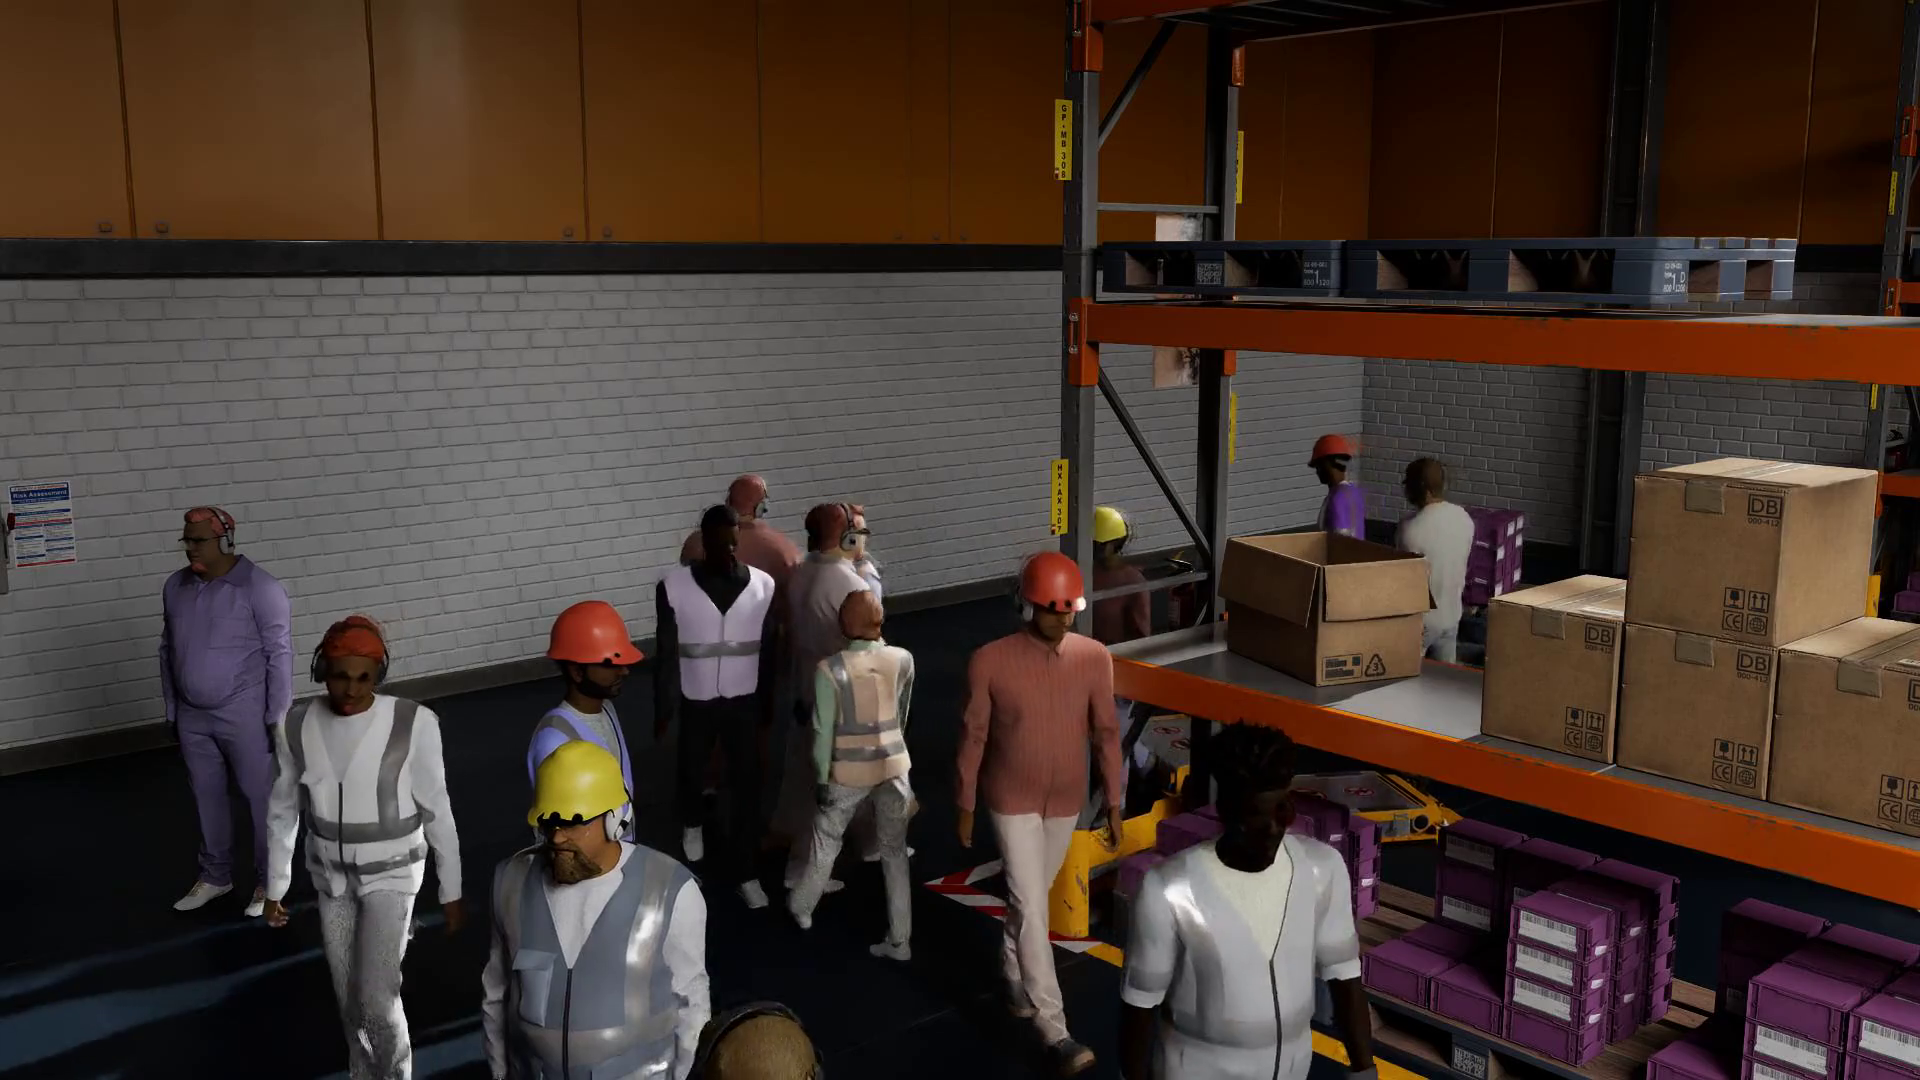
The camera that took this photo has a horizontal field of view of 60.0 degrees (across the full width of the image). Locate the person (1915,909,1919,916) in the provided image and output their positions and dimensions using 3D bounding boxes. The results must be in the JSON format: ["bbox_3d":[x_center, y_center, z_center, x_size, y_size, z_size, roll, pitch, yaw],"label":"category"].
[{"bbox_3d":[4.653,0.787,7.689,0.567,1.898,0.751,1,10,6],"label":"person"}]

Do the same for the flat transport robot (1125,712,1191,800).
[{"bbox_3d":[1.292,1.258,9.686,0.652,0.197,1.431,-3,10,-16],"label":"flat transport robot"}]

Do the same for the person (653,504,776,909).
[{"bbox_3d":[-1.186,0.740,8.010,0.609,1.888,0.943,-4,10,-20],"label":"person"}]

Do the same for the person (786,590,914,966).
[{"bbox_3d":[-0.446,1.007,7.266,0.518,1.596,0.771,-6,11,-29],"label":"person"}]

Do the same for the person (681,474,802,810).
[{"bbox_3d":[-1.171,0.591,8.933,0.675,1.881,0.420,1,10,3],"label":"person"}]

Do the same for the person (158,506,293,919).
[{"bbox_3d":[-3.393,0.790,7.648,0.654,1.906,0.408,2,10,13],"label":"person"}]

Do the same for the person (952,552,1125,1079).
[{"bbox_3d":[0.338,1.004,6.316,0.620,1.928,1.032,-4,11,-24],"label":"person"}]

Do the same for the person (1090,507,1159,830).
[{"bbox_3d":[0.853,0.660,8.869,0.589,1.738,0.558,-7,12,-37],"label":"person"}]

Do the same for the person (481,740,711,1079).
[{"bbox_3d":[-0.947,1.398,4.303,0.598,1.830,0.403,1,10,7],"label":"person"}]

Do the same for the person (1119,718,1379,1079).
[{"bbox_3d":[0.724,1.375,4.234,0.613,1.913,0.998,-5,11,-25],"label":"person"}]

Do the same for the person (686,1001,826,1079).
[{"bbox_3d":[-0.332,1.638,2.812,0.630,1.880,1.078,-9,13,-42],"label":"person"}]

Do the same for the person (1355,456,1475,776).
[{"bbox_3d":[2.733,0.478,9.492,0.656,1.913,0.798,-7,12,-36],"label":"person"}]

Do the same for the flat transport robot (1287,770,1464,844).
[{"bbox_3d":[1.886,1.422,8.728,1.431,0.197,0.652,-2,10,-10],"label":"flat transport robot"}]

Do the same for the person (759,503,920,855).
[{"bbox_3d":[-0.618,0.691,8.587,0.971,1.801,0.623,-8,13,-40],"label":"person"}]

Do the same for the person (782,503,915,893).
[{"bbox_3d":[-0.546,0.761,7.988,0.806,1.877,0.668,-5,11,-26],"label":"person"}]

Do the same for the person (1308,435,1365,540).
[{"bbox_3d":[2.418,0.267,10.799,0.815,1.876,0.622,4,10,22],"label":"person"}]

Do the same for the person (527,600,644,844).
[{"bbox_3d":[-1.193,1.147,5.467,0.368,1.935,0.552,1,10,4],"label":"person"}]

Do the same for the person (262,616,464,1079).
[{"bbox_3d":[-2.025,1.164,5.570,0.712,1.862,0.444,2,10,11],"label":"person"}]
